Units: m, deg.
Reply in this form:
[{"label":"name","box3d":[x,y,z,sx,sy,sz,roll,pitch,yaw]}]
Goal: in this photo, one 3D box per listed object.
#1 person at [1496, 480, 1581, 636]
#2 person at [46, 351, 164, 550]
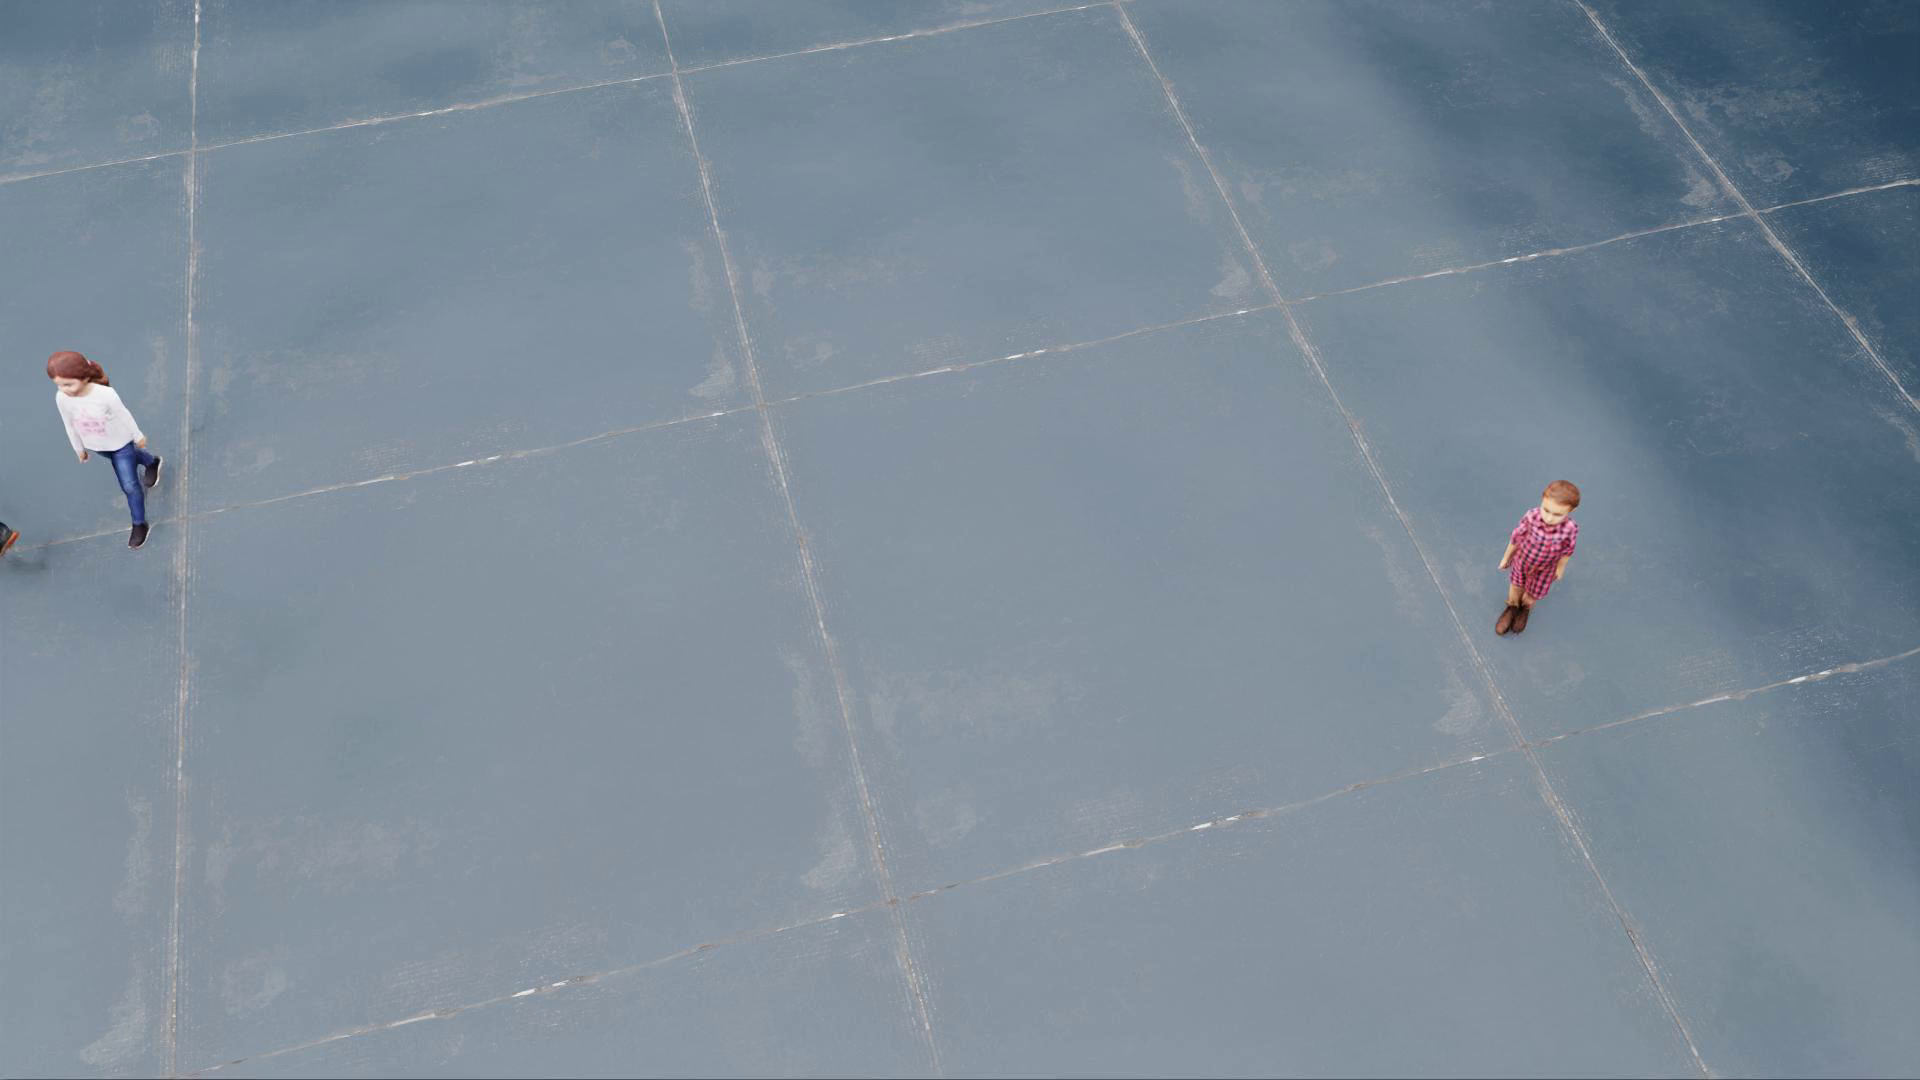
[{"label":"person","box3d":[2.695,0.058,7.712,0.493,1.014,0.554,24,56,18]},{"label":"person","box3d":[-4.151,-0.546,8.139,0.606,1.079,0.866,2,52,2]}]
